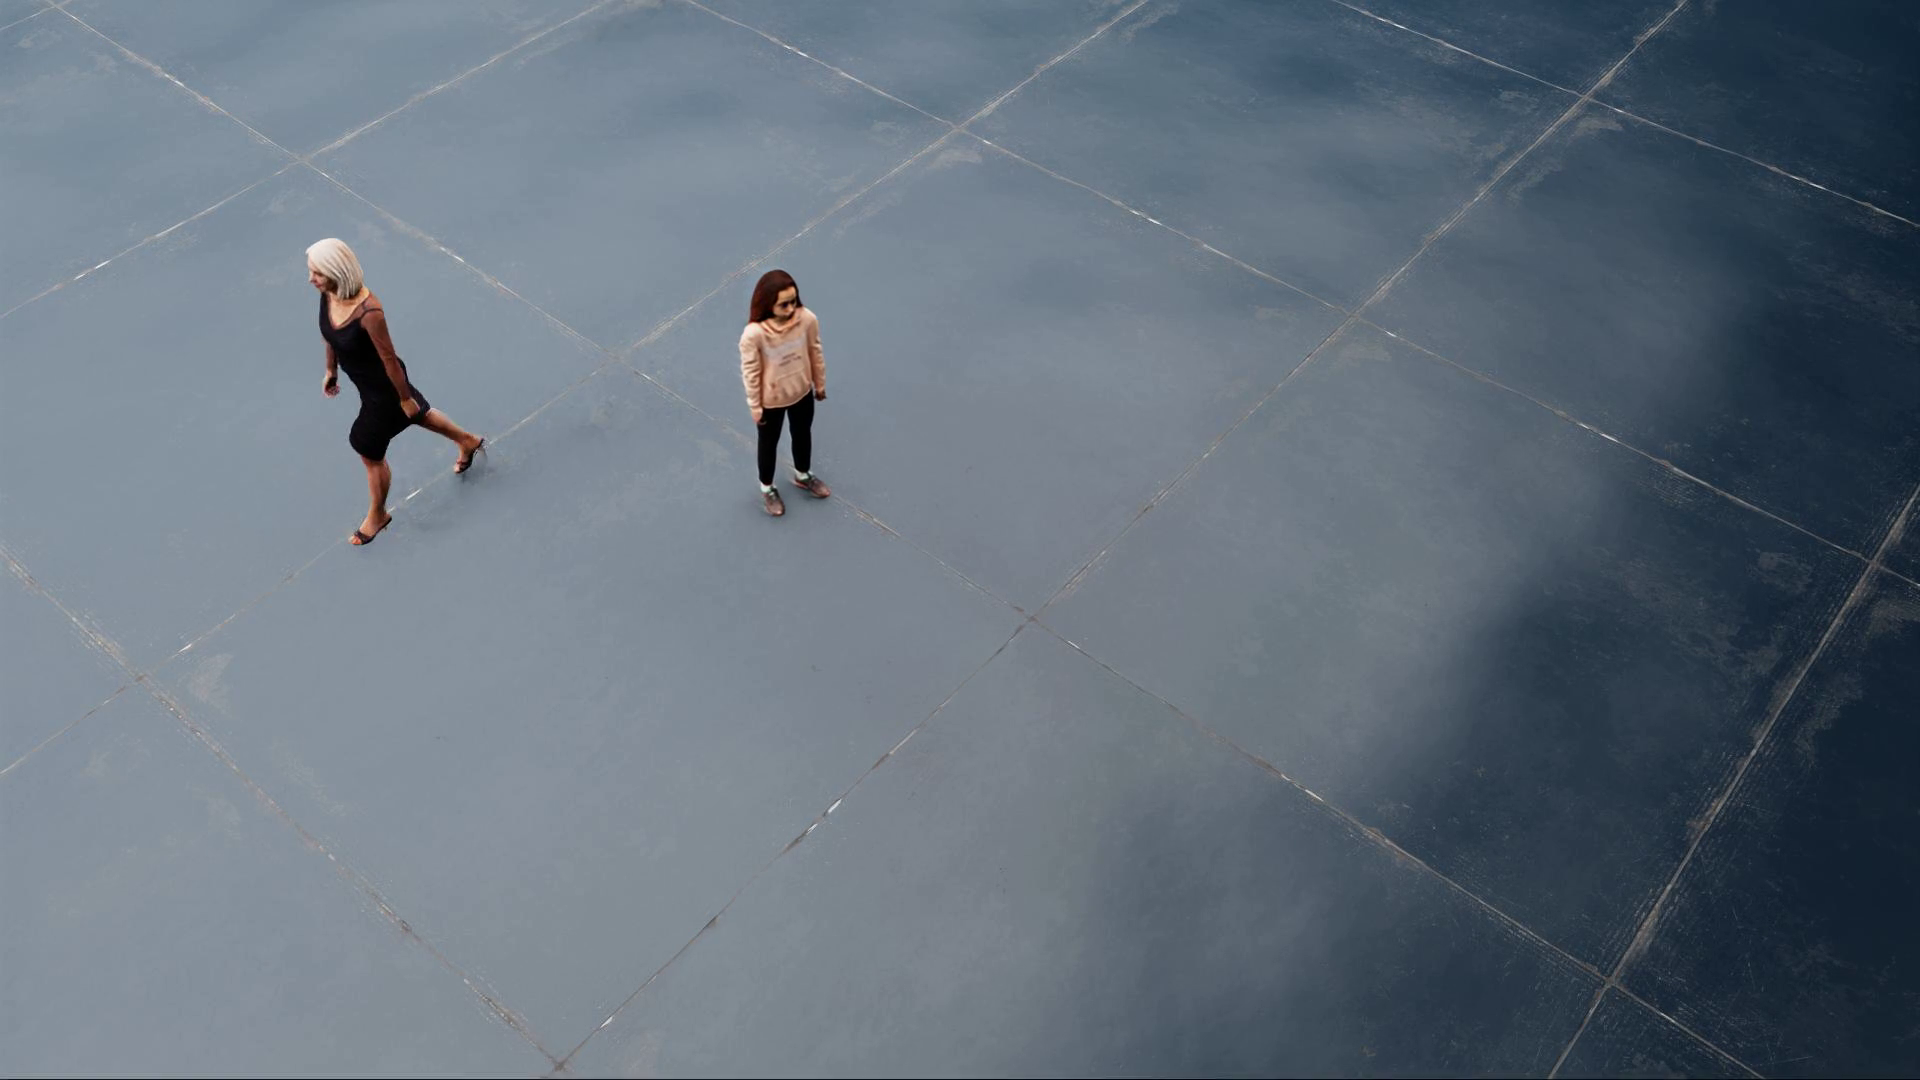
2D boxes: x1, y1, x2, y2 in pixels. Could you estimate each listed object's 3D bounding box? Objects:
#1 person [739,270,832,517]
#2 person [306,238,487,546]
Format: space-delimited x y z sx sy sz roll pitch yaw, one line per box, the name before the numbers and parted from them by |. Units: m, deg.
person | -0.865 -0.723 8.108 0.543 1.478 0.691 -23 51 -20
person | -2.726 -0.795 8.021 1.115 1.704 0.738 -32 55 -26
